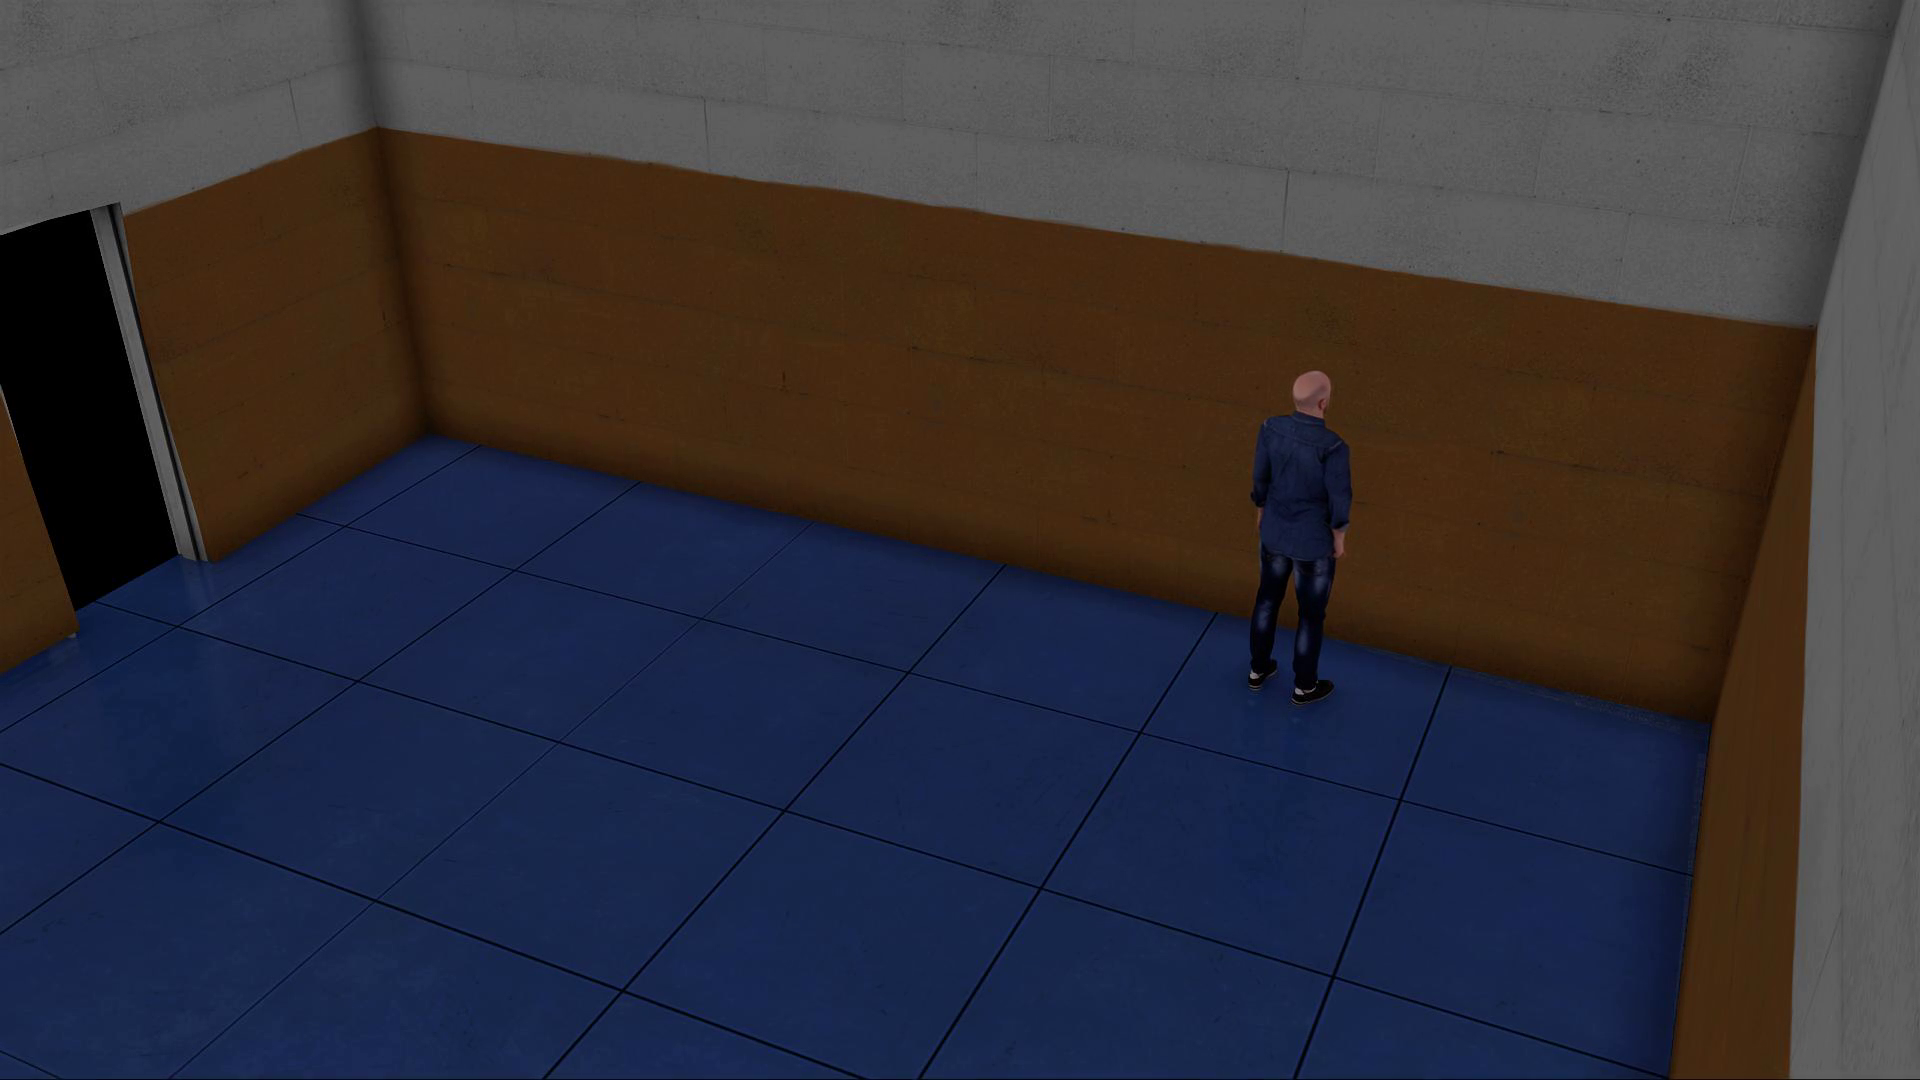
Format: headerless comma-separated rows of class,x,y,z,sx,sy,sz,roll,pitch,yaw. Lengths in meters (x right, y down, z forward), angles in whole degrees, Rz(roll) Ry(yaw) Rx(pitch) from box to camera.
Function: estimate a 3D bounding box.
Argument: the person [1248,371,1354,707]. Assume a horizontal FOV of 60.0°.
person,1.729,-0.008,8.491,0.639,1.825,0.837,23,36,36
